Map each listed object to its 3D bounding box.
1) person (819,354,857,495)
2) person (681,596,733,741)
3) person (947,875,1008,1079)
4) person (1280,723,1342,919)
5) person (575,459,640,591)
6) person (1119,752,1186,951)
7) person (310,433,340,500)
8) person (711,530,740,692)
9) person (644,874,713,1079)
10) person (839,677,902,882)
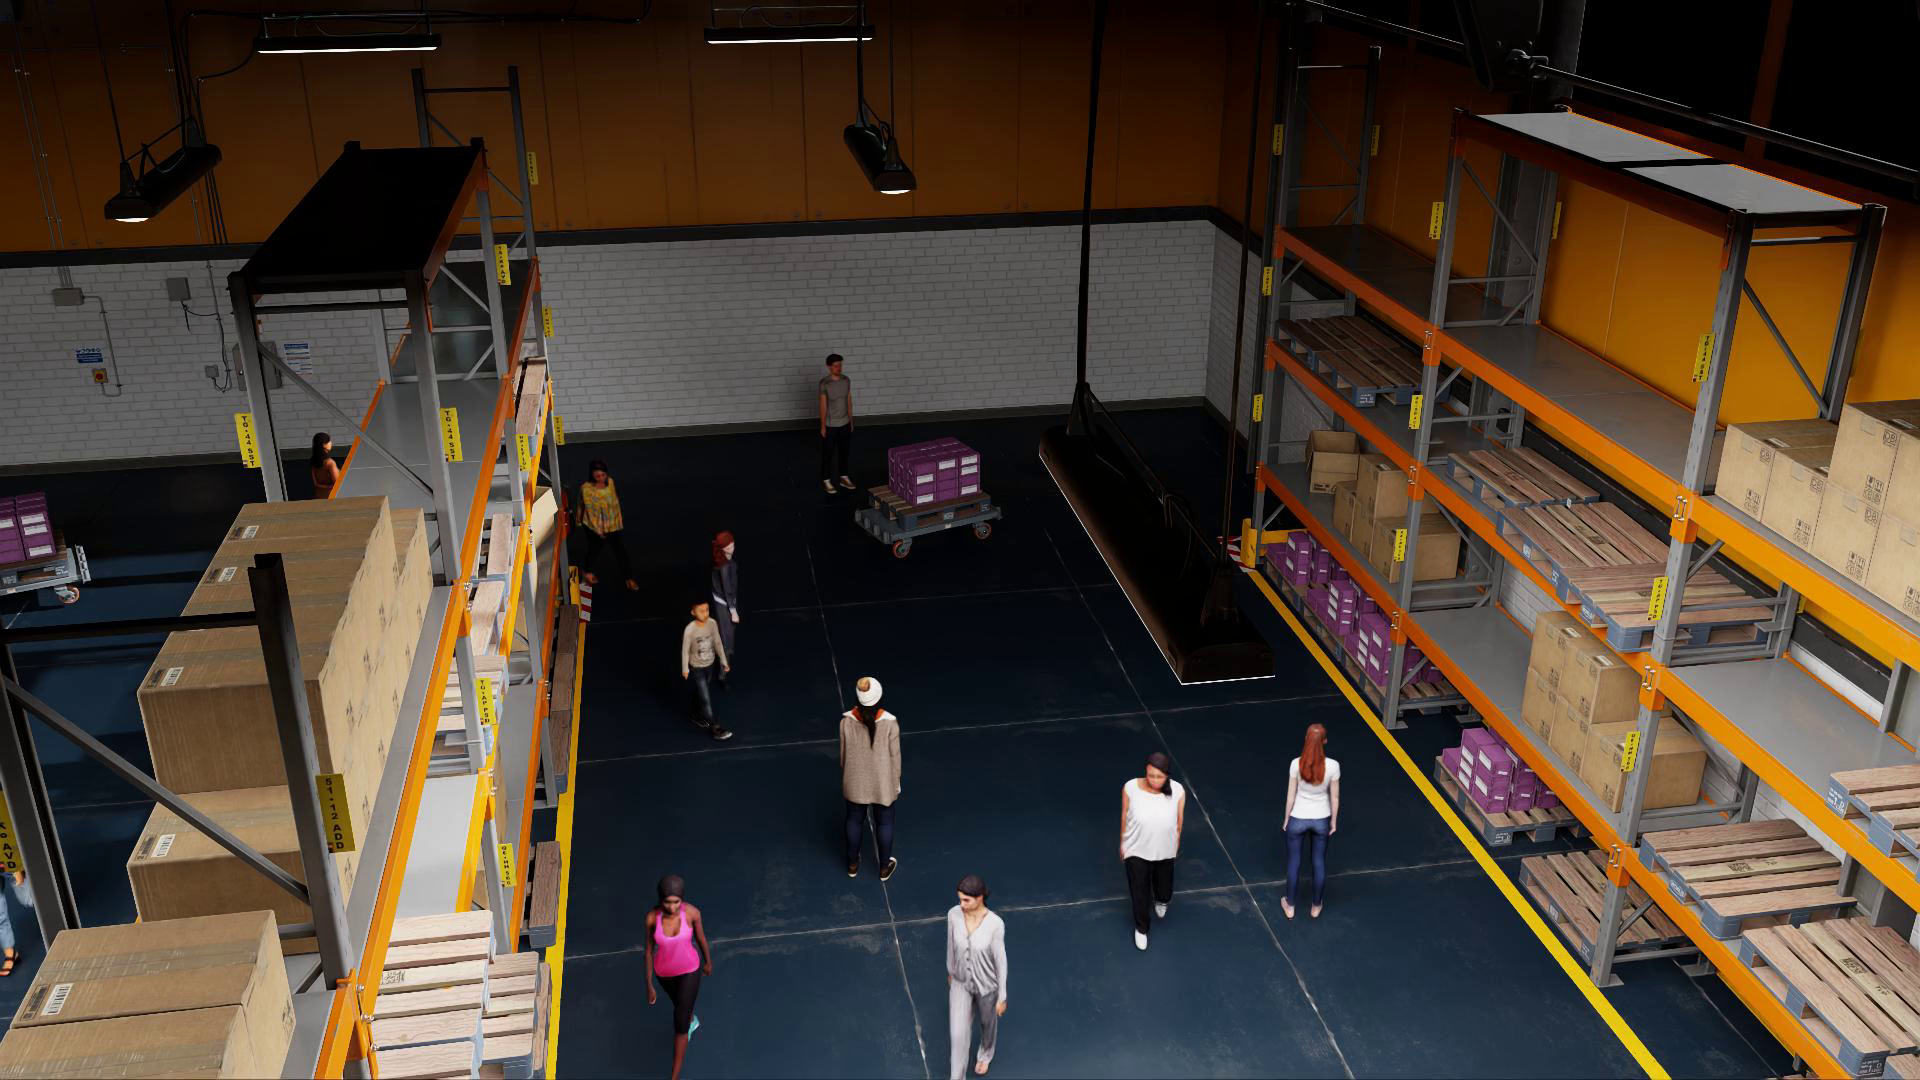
[{"bbox_3d":[-1.639,-1.551,21.874,0.711,1.893,0.687,-15,28,-30],"label":"person"},{"bbox_3d":[-2.559,1.195,16.161,0.978,1.438,0.887,18,29,35],"label":"person"},{"bbox_3d":[0.152,3.026,11.594,0.944,1.742,1.132,8,25,17],"label":"person"},{"bbox_3d":[2.800,2.259,13.353,0.632,1.738,0.610,2,24,5],"label":"person"},{"bbox_3d":[-4.166,-0.159,19.057,1.165,1.600,1.083,15,28,31],"label":"person"},{"bbox_3d":[1.508,2.397,13.117,0.766,1.674,0.857,2,24,5],"label":"person"},{"bbox_3d":[-7.441,-0.459,19.637,0.646,1.684,0.688,13,27,27],"label":"person"},{"bbox_3d":[-2.421,0.651,17.009,0.817,1.756,0.434,-10,26,-22],"label":"person"},{"bbox_3d":[-1.974,3.010,11.730,0.699,1.661,1.169,0,24,1],"label":"person"},{"bbox_3d":[-0.760,1.963,13.840,0.775,1.890,0.784,4,24,9],"label":"person"}]
